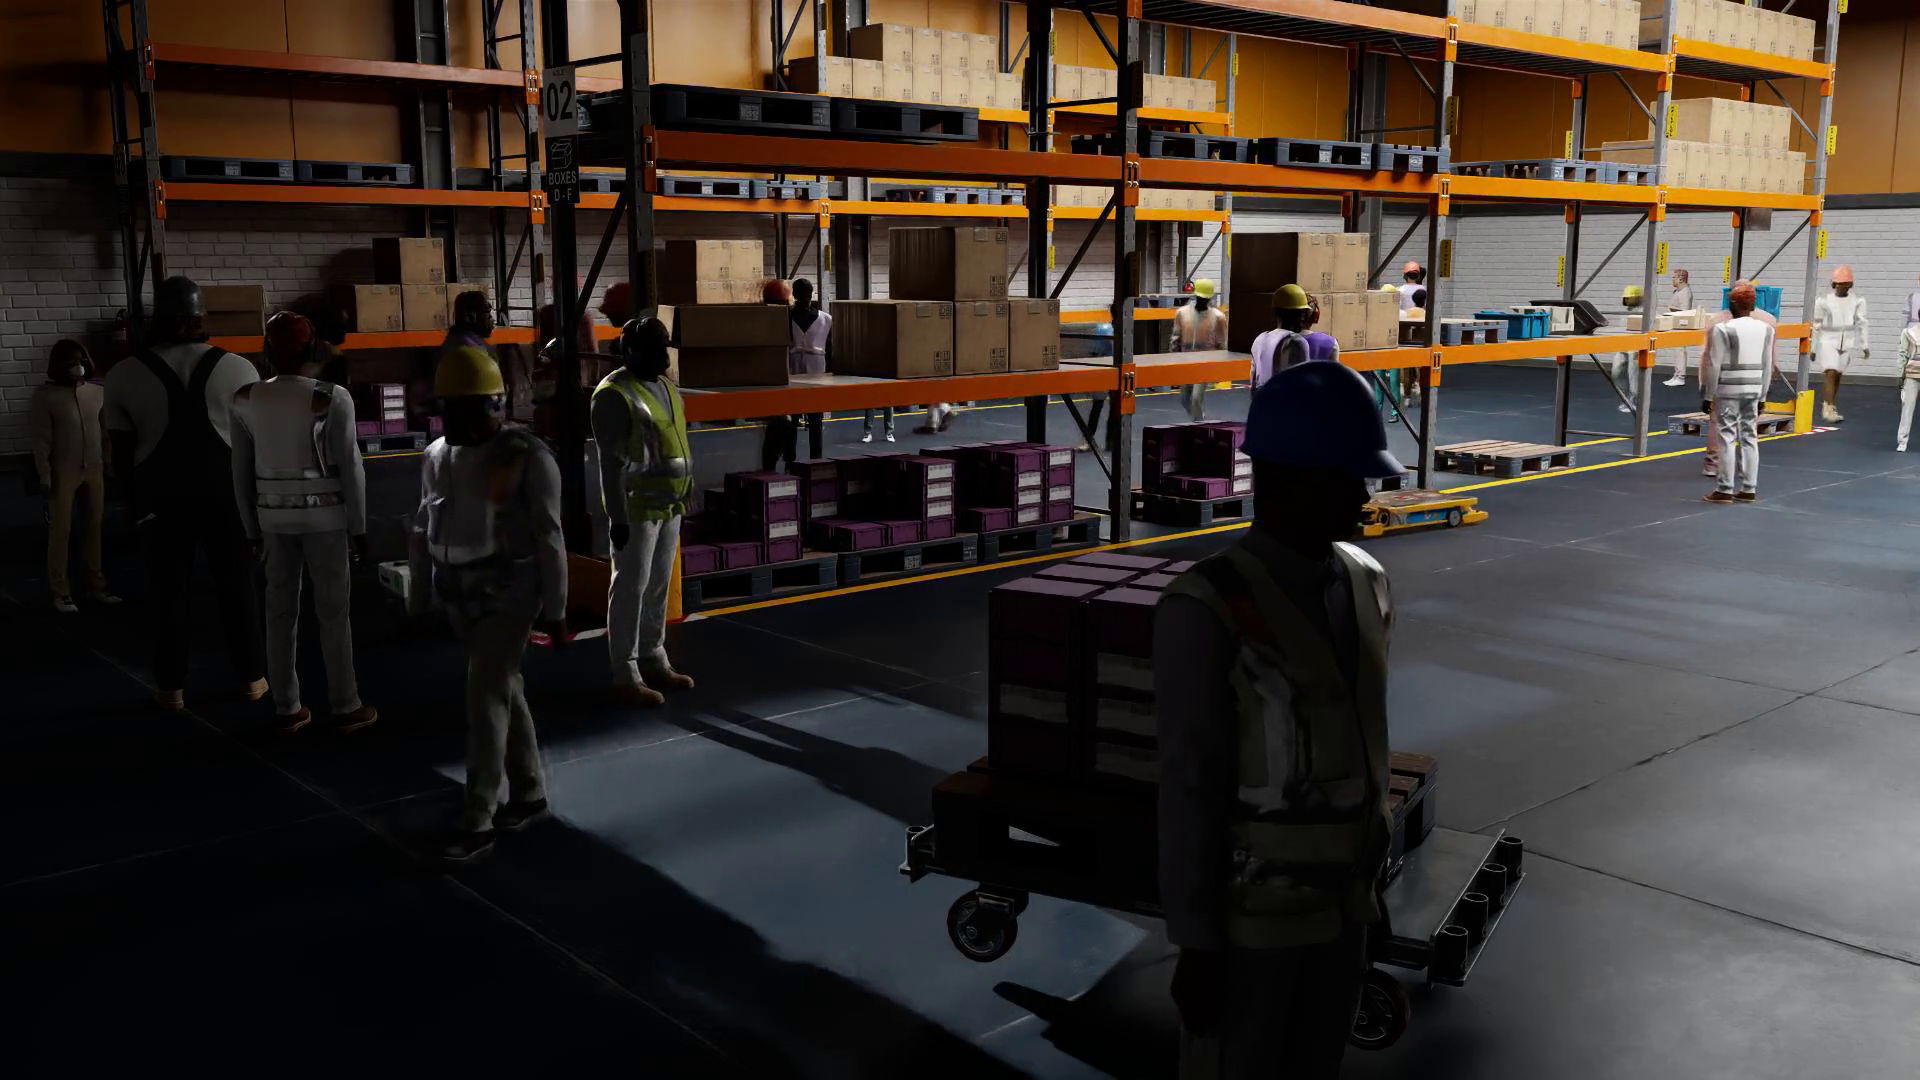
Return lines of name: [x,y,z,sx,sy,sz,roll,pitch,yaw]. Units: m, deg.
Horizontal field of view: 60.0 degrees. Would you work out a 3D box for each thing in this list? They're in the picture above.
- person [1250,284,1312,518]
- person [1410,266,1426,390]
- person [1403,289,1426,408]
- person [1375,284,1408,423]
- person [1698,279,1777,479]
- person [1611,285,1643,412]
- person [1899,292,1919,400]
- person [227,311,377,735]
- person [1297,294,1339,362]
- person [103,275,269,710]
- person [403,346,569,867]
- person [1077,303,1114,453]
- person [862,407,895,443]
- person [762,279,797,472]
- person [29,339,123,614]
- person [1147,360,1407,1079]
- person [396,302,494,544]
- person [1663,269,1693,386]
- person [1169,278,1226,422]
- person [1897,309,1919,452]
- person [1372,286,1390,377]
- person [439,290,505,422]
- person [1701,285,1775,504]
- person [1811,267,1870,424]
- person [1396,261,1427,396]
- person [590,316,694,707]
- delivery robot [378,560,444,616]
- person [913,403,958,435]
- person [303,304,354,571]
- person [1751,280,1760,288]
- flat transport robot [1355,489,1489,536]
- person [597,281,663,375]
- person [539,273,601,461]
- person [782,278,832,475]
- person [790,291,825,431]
person: [2.293,-0.840,11.785,0.369,1.928,0.586,-5,11,-28]
person: [7.238,-3.357,26.412,0.367,1.966,0.607,0,10,2]
person: [6.469,-2.710,23.548,0.538,1.648,0.869,5,11,25]
person: [5.461,-2.380,21.281,0.533,1.767,0.326,9,13,44]
person: [7.416,-1.531,15.916,0.659,1.904,0.405,4,10,21]
person: [9.132,-2.597,22.668,0.392,1.730,0.493,-3,10,-15]
person: [14.169,-3.001,24.507,0.628,1.926,0.560,-9,13,-41]
person: [-2.904,-0.065,7.371,0.573,1.887,0.356,0,10,1]
person: [2.531,-0.906,12.412,0.572,1.844,0.376,3,10,19]
person: [-3.634,-0.227,7.871,0.682,2.000,0.537,-5,11,-27]
person: [-1.759,0.228,5.894,0.613,1.799,0.796,6,11,30]
person: [1.573,-1.766,17.976,0.696,1.667,0.349,-9,13,-43]
person: [-0.910,-1.924,18.996,0.500,1.632,0.286,0,10,1]
person: [-1.594,-1.316,14.584,0.453,1.921,0.580,2,10,12]
person: [-5.309,-0.389,10.008,0.283,1.633,0.501,5,11,28]
person: [0.588,0.647,3.023,0.614,1.944,0.395,-9,13,-43]
person: [-3.556,-0.782,11.749,0.822,1.841,0.564,-2,10,-13]
person: [11.801,-3.486,27.338,0.399,1.909,0.642,4,10,22]
person: [2.672,-1.988,18.654,0.649,1.883,0.729,4,11,23]
person: [10.426,-1.755,18.009,0.517,1.634,0.312,4,10,20]
person: [7.219,-3.665,29.274,0.830,1.605,0.510,-1,10,-4]
person: [-3.250,-0.717,11.169,0.402,1.901,0.647,-4,11,-24]
person: [6.696,-1.244,14.312,0.578,1.878,0.351,-2,10,-12]
person: [11.271,-2.500,21.370,0.616,1.995,1.045,1,10,7]
person: [6.833,-3.206,25.300,0.611,2.042,0.395,-1,10,-8]
person: [-1.490,-0.143,7.957,0.429,1.842,0.629,3,10,18]
delivery robot: [-2.888,0.211,9.375,0.707,0.478,0.477,-7,12,-34]
person: [-0.310,-2.185,19.666,0.564,1.921,0.649,5,11,28]
person: [-4.298,-0.691,11.293,0.690,1.804,0.667,8,13,39]
person: [11.698,-2.962,24.677,0.309,1.772,0.525,1,10,6]
flat transport robot: [3.426,-0.232,13.072,1.431,0.197,0.652,-6,12,-33]
person: [-2.254,-0.828,11.646,0.440,1.956,0.659,2,10,11]
person: [-3.997,-1.777,17.124,0.644,1.973,0.447,3,10,14]
person: [-1.483,-1.523,15.816,0.591,1.918,0.383,-1,10,-7]
person: [-1.910,-2.247,20.301,0.600,1.831,0.404,8,13,40]
